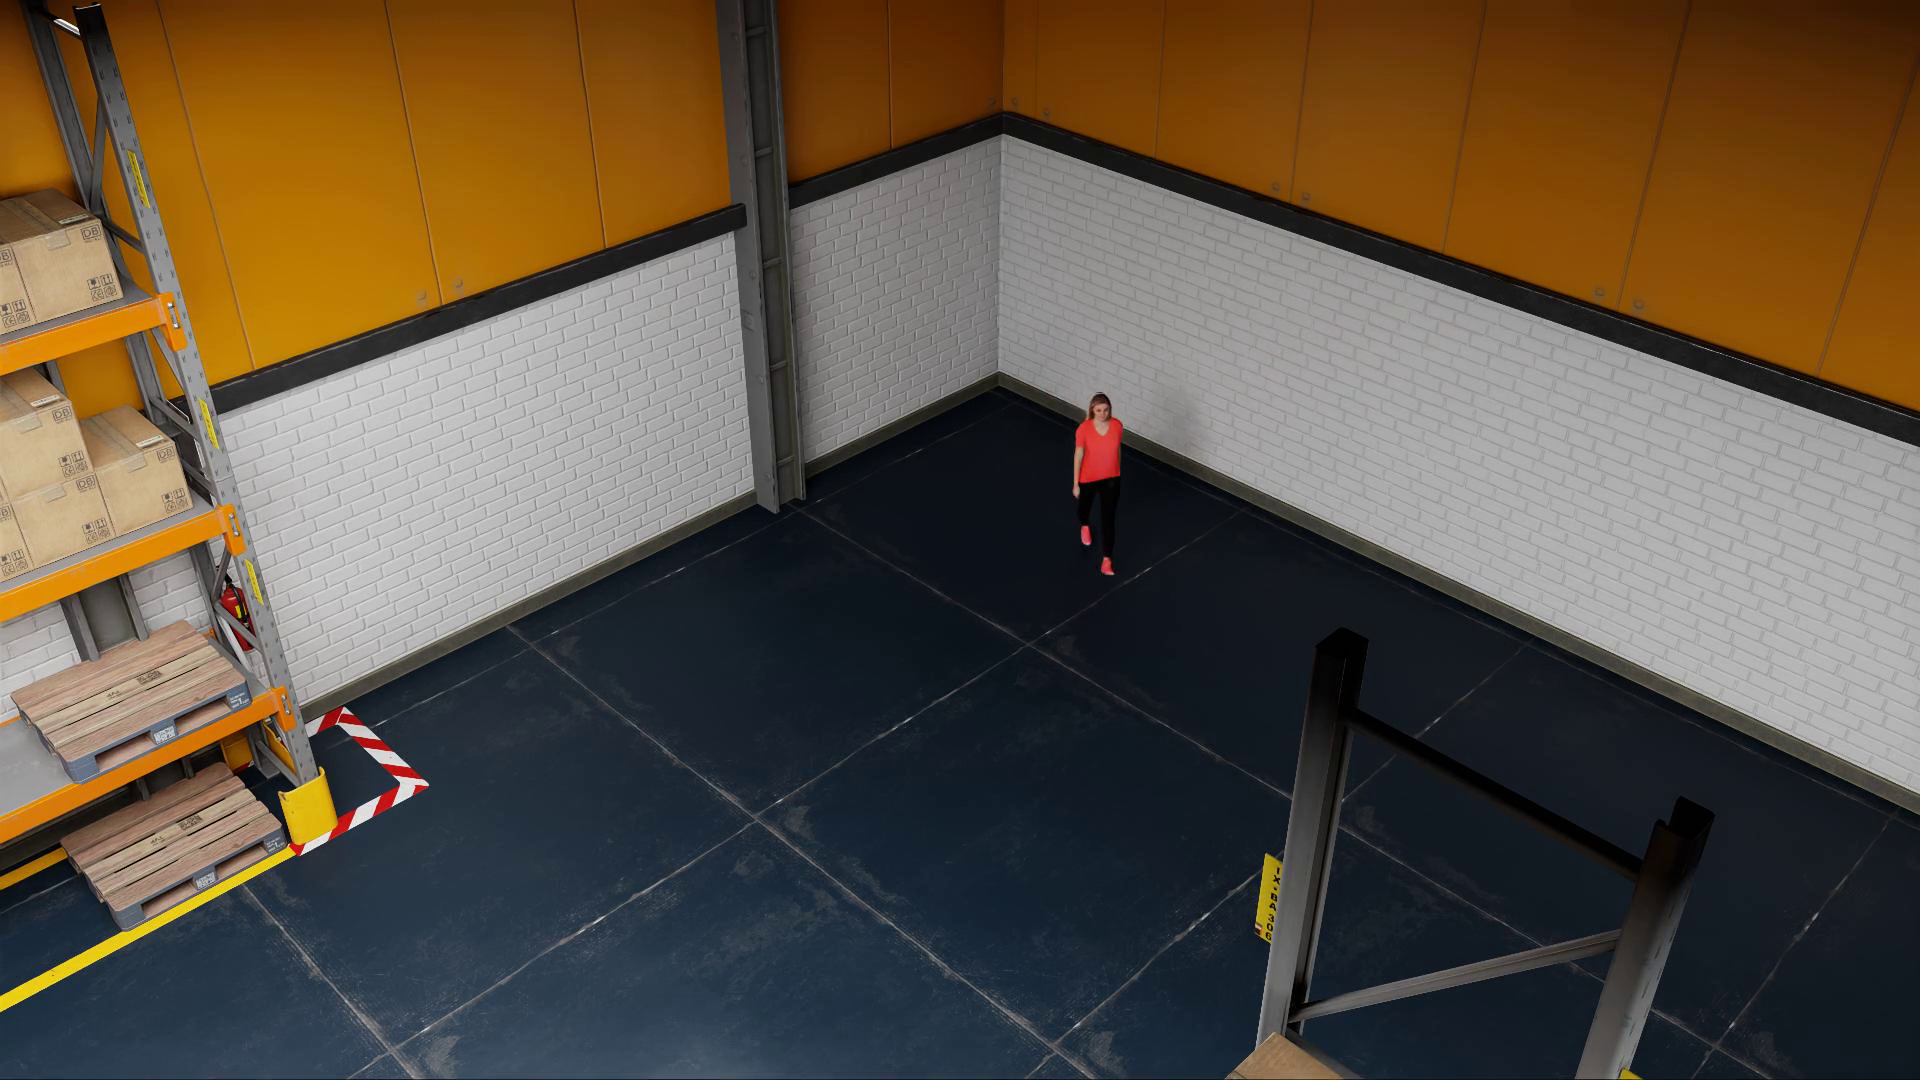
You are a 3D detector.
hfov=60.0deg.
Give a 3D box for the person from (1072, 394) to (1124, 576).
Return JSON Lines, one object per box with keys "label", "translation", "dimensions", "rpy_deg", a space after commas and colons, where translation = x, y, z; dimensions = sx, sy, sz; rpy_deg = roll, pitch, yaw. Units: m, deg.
{"label": "person", "translation": [1.203, -0.575, 14.866], "dimensions": [1.143, 1.644, 1.120], "rpy_deg": [-4, 34, -6]}
